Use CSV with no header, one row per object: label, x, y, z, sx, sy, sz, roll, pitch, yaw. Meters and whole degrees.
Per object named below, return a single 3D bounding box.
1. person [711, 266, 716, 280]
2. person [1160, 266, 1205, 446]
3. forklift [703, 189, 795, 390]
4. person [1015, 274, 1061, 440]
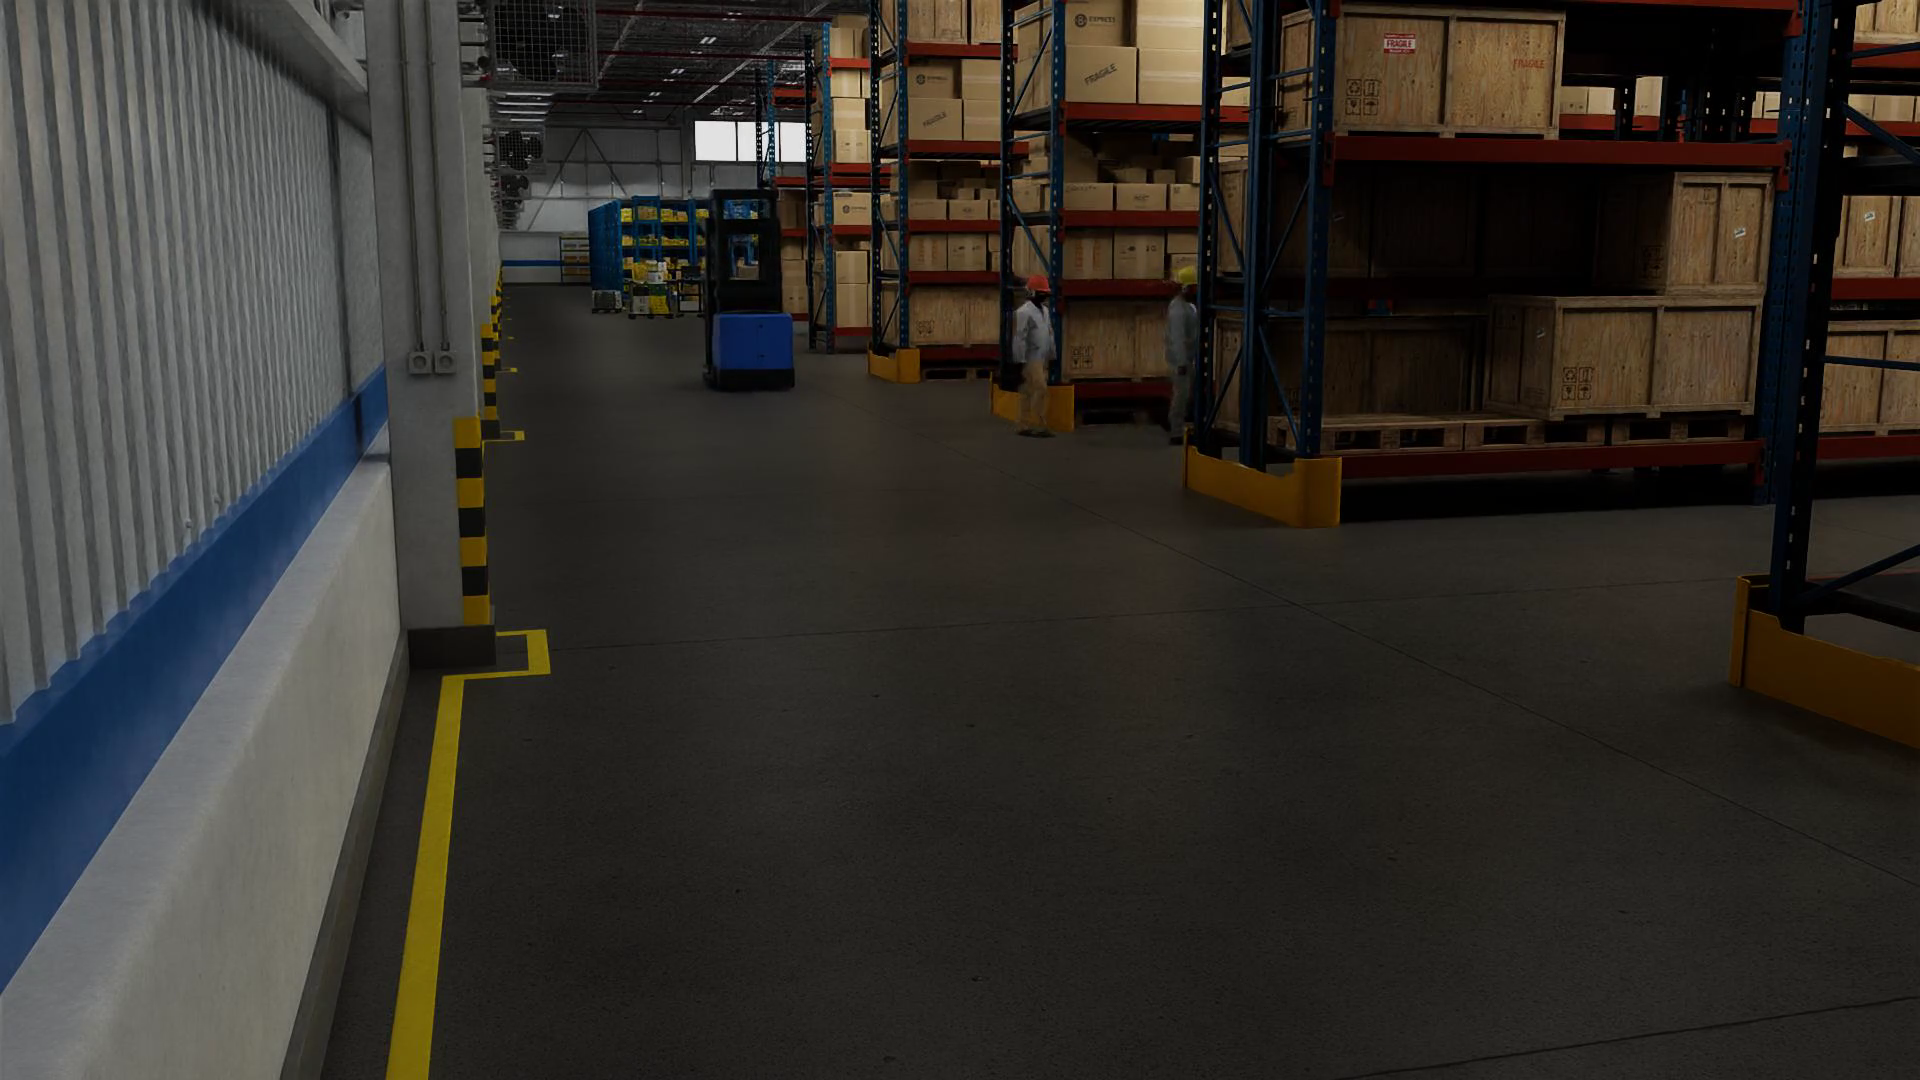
person,-5.699,-5.729,39.154,0.509,1.703,0.751,-1,10,-7
person,2.280,-1.849,16.845,0.412,1.821,0.591,4,11,20
forklift,-3.045,-3.610,23.814,1.129,2.768,1.873,-3,10,-15
person,0.879,-1.917,17.501,0.712,1.726,0.569,5,11,26
